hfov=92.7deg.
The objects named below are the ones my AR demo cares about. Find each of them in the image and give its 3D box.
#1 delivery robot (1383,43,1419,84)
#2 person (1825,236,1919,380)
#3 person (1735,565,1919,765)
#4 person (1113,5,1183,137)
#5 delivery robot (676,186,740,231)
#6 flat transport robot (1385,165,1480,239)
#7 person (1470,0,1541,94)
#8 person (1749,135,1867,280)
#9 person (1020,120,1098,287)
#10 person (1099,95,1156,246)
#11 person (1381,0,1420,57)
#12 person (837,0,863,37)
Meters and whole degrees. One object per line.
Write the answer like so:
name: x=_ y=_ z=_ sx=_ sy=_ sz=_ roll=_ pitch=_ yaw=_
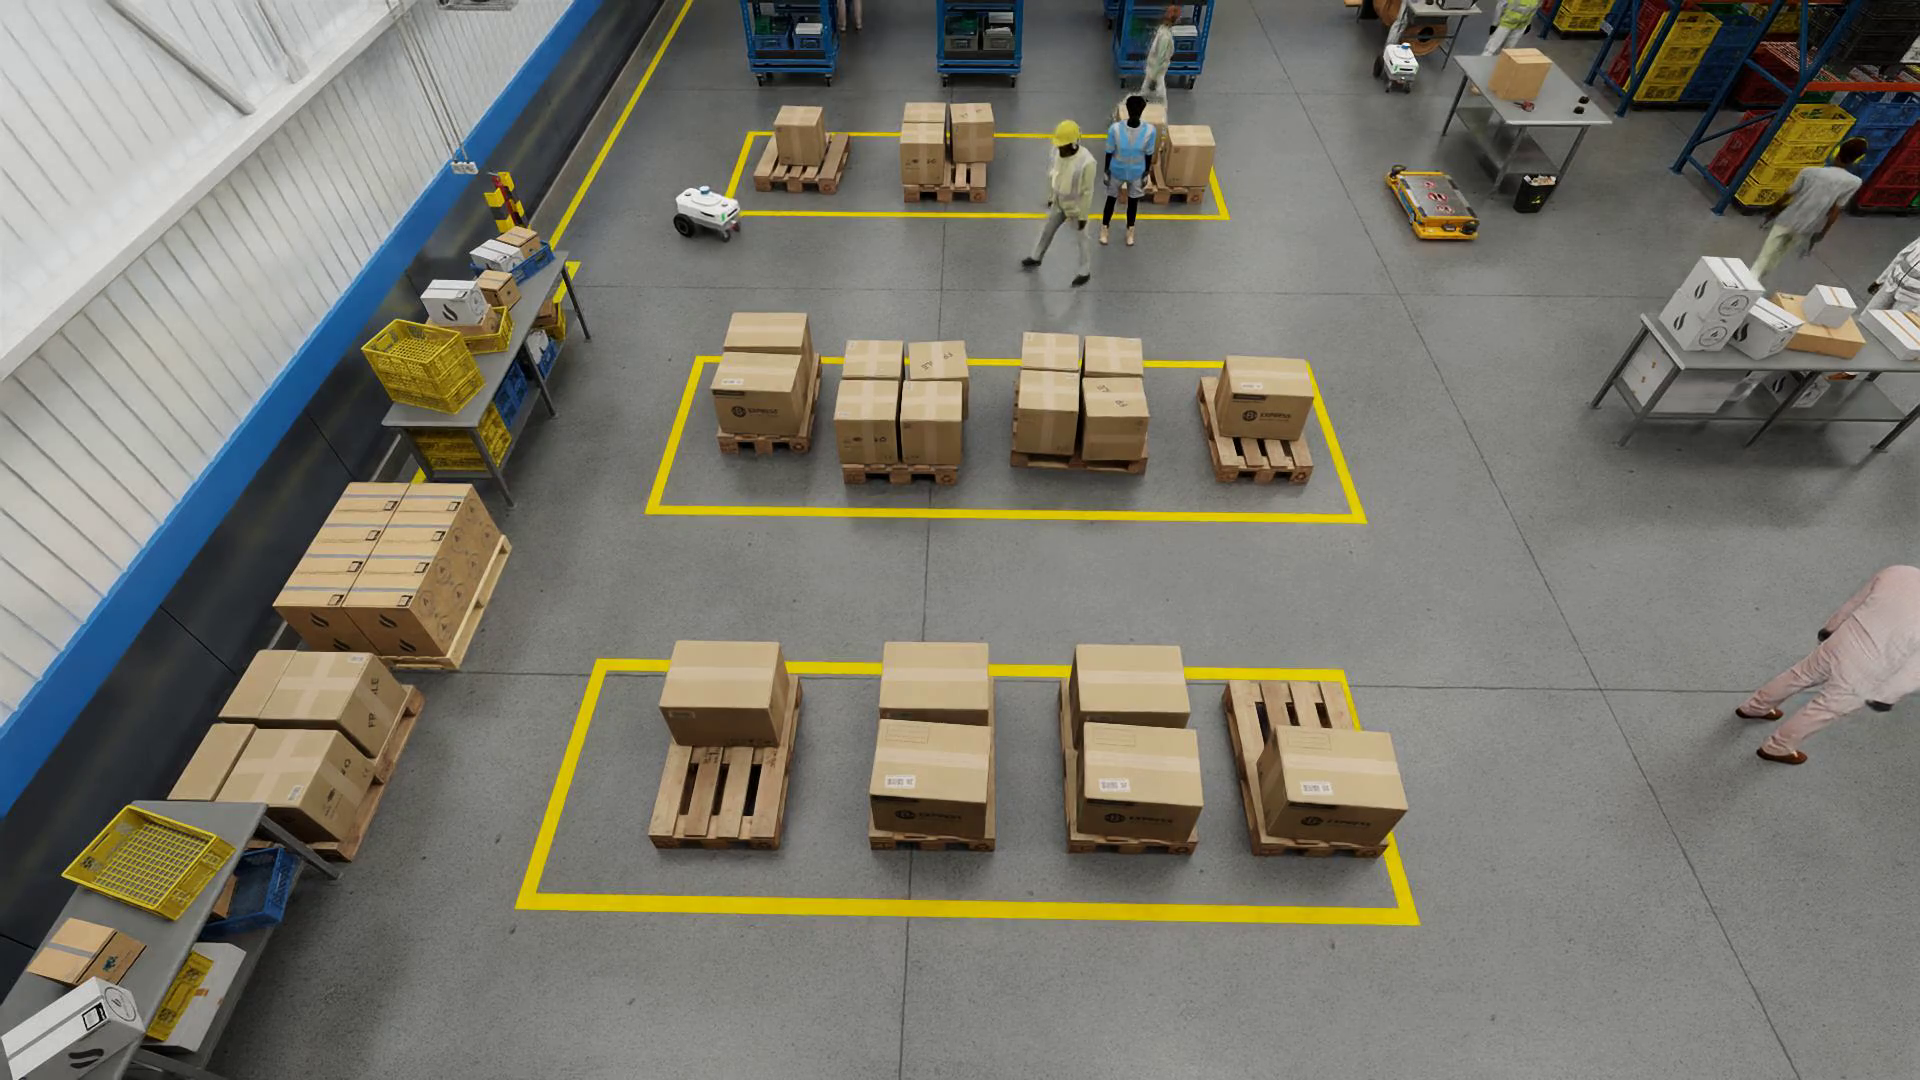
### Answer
delivery robot: x=6.373 y=-6.919 z=13.258 sx=0.477 sy=0.478 sz=0.707 roll=4 pitch=49 yaw=4
person: x=8.673 y=-2.272 z=8.423 sx=0.355 sy=1.884 sz=0.576 roll=-4 pitch=49 yaw=-4
person: x=5.735 y=0.752 z=5.800 sx=0.400 sy=1.900 sz=0.649 roll=5 pitch=49 yaw=4
person: x=2.489 y=-6.078 z=11.905 sx=0.809 sy=1.598 sz=0.557 roll=4 pitch=49 yaw=3
delivery robot: x=-2.905 y=-3.837 z=10.590 sx=0.707 sy=0.478 sz=0.477 roll=21 pitch=52 yaw=17
flat transport robot: x=5.692 y=-4.094 z=11.059 sx=0.652 sy=0.197 sz=1.431 roll=1 pitch=49 yaw=1
person: x=7.656 y=-7.174 z=12.693 sx=0.632 sy=1.843 sz=0.429 roll=-7 pitch=50 yaw=-6
person: x=8.420 y=-3.187 z=9.258 sx=0.517 sy=1.817 sz=0.983 roll=24 pitch=53 yaw=20
person: x=1.086 y=-3.537 z=9.584 sx=0.483 sy=1.795 sz=0.729 roll=-33 pitch=57 yaw=-25
person: x=1.829 y=-4.040 z=10.083 sx=0.536 sy=1.688 sz=0.321 roll=5 pitch=49 yaw=4
person: x=6.580 y=-7.908 z=13.275 sx=0.370 sy=1.930 sz=0.628 roll=16 pitch=51 yaw=14
person: x=-1.757 y=-8.839 z=14.046 sx=0.622 sy=1.982 sz=0.412 roll=-19 pitch=52 yaw=-16
